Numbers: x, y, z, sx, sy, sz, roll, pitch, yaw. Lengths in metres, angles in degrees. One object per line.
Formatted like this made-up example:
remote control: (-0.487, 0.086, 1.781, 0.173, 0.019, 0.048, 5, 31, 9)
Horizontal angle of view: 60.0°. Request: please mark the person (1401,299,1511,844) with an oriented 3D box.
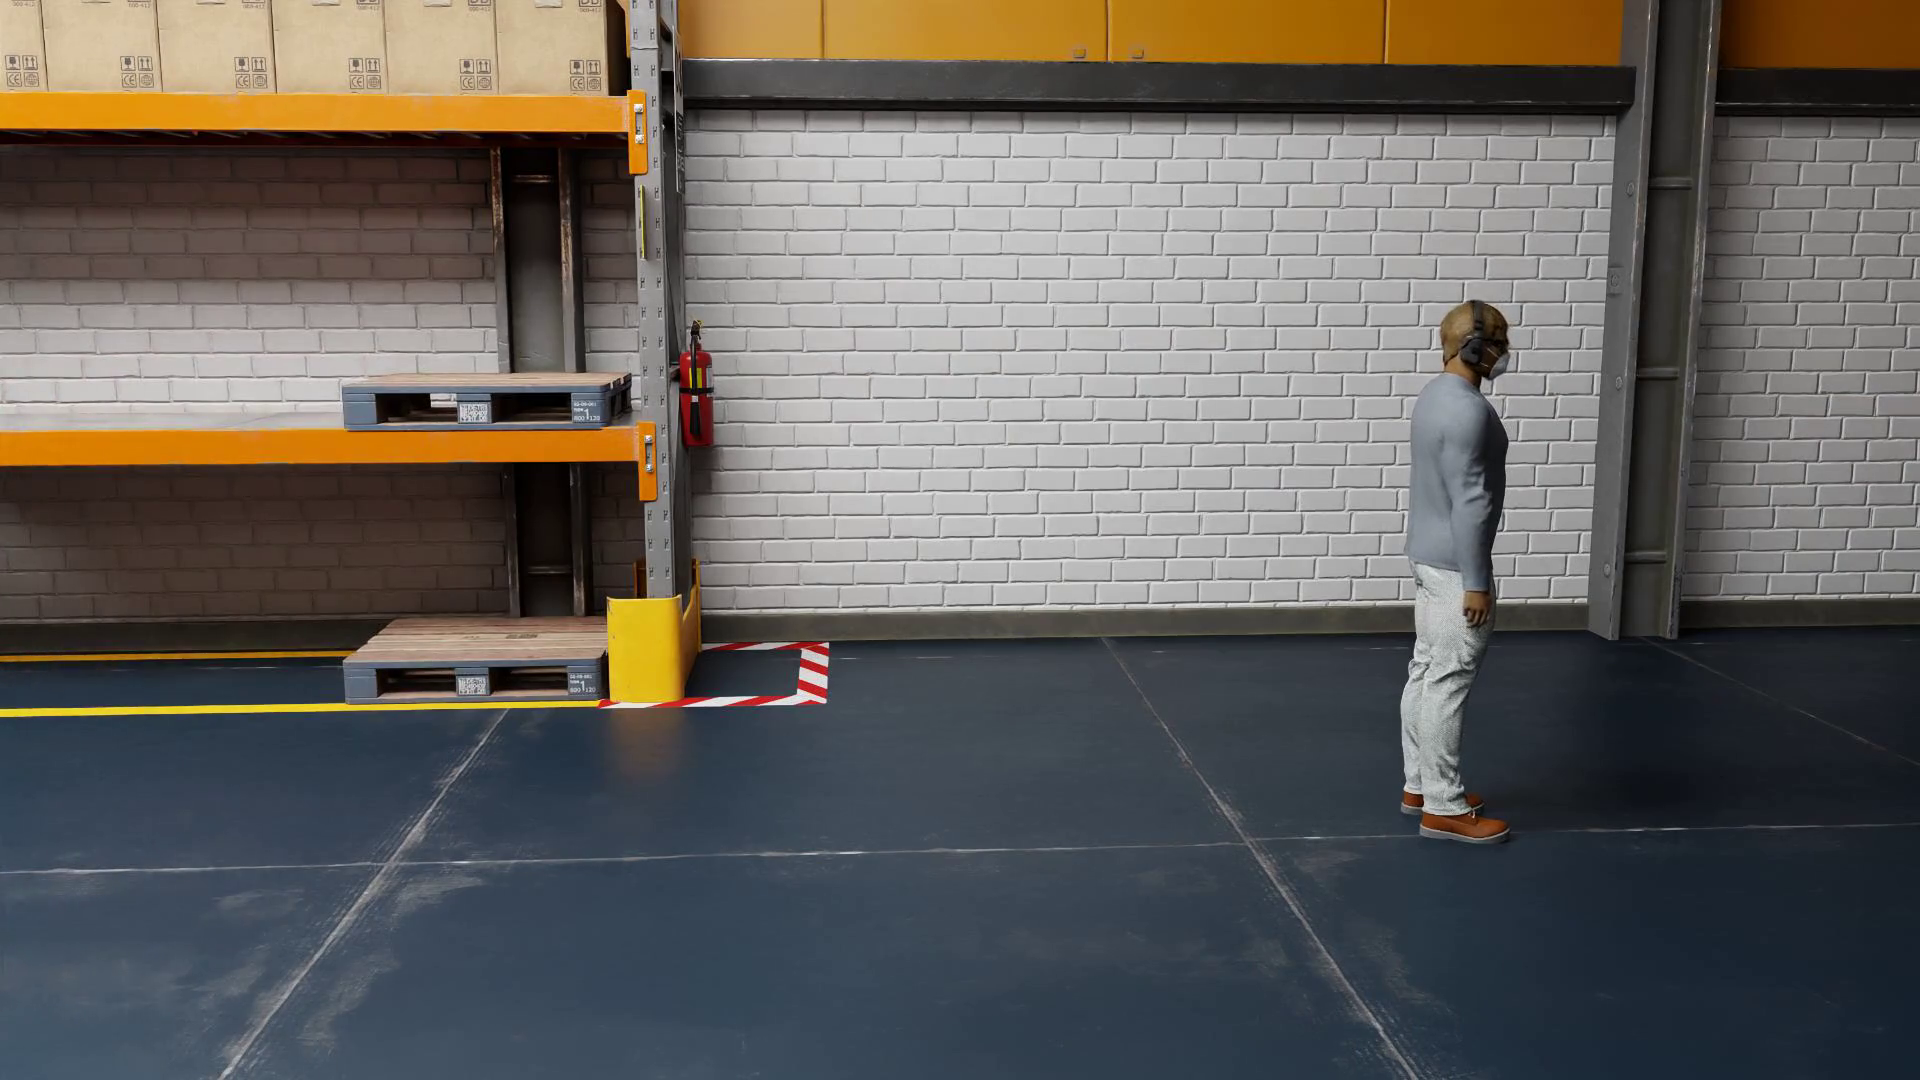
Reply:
person: (1.798, 0.107, 6.012, 0.372, 1.939, 0.631, 1, 9, 3)
